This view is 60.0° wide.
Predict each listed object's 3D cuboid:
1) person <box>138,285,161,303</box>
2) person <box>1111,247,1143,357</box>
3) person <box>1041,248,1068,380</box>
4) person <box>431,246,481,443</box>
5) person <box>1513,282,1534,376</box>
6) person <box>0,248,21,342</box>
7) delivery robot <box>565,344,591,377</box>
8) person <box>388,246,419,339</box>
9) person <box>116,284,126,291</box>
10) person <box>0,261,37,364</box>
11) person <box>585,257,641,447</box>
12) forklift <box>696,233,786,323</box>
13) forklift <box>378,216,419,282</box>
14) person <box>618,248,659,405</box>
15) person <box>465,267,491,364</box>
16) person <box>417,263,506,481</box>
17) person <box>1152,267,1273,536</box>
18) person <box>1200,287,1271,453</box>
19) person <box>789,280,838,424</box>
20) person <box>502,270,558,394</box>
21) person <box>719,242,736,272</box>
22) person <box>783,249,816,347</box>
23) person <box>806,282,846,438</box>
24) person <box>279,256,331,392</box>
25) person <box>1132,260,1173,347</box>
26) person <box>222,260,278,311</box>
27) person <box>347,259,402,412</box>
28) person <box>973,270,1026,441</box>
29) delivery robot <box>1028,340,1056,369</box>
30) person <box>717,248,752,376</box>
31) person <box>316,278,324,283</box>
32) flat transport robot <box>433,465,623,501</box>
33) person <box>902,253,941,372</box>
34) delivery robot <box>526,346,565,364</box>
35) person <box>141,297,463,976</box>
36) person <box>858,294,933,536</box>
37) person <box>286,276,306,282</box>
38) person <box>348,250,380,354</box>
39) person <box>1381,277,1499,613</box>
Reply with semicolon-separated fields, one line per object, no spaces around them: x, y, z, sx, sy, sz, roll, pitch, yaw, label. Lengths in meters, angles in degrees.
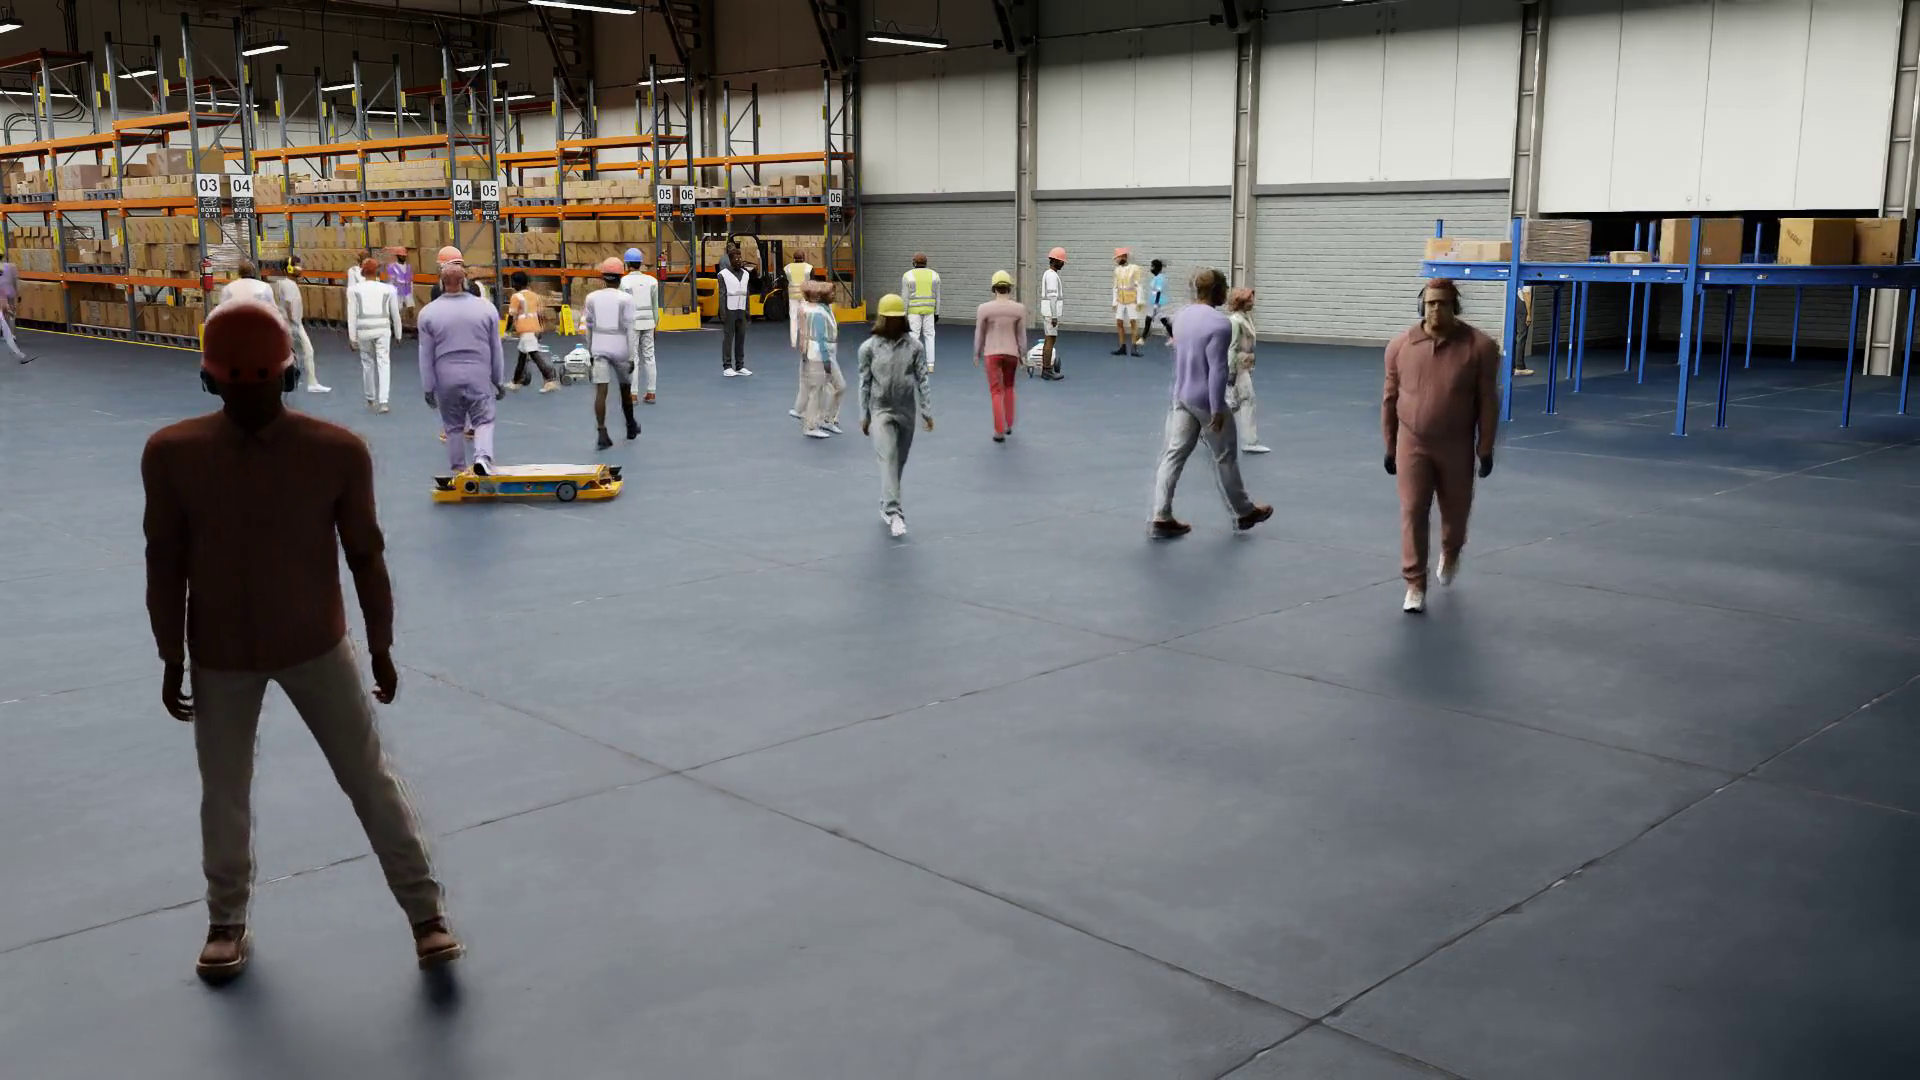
-20.127;-6.392;41.243;0.547;1.916;0.850;-8;13;-36;person
2.957;-4.194;29.320;0.670;1.894;0.381;10;14;42;person
1.395;-3.342;24.560;0.384;1.925;0.550;0;10;-2;person
-5.179;-2.010;17.109;0.382;1.996;0.608;7;12;33;person
8.544;-3.436;25.297;0.345;1.846;0.507;-2;11;-11;person
-19.087;-4.898;33.175;0.596;1.886;0.948;-5;12;-27;person
-5.504;-2.597;24.106;0.477;0.478;0.707;-1;10;-3;delivery robot
-11.560;-5.116;34.339;0.944;1.905;0.556;10;14;42;person
-19.882;-6.030;38.968;0.629;2.023;0.712;-9;14;-42;person
-15.573;-3.695;27.050;0.904;1.723;0.531;-4;11;-19;person
-3.519;-1.912;16.875;0.569;1.883;0.992;1;10;6;person
-5.496;-6.489;41.108;2.313;2.155;1.214;-10;14;-44;forklift
-17.868;-9.201;54.028;1.873;2.768;1.129;-10;14;-44;forklift
-4.067;-2.688;20.936;0.605;1.948;0.391;-9;14;-41;person
-8.000;-3.691;27.383;0.835;1.587;0.509;0;10;-1;person
-4.014;-1.281;13.418;0.670;1.890;0.578;-3;11;-16;person
1.775;-0.978;11.778;1.003;1.882;0.651;-6;12;-28;person
2.689;-1.673;16.303;0.719;1.613;0.522;4;11;19;person
-1.655;-2.124;18.803;0.539;1.593;0.846;-7;13;-34;person
-5.781;-2.770;22.200;0.898;1.647;0.544;3;11;16;person
-5.320;-5.948;38.741;0.367;1.940;0.634;9;14;40;person
-3.037;-4.591;31.605;0.626;1.844;0.429;1;10;3;person
-1.403;-1.875;17.398;0.491;1.625;0.532;2;11;10;person
-9.060;-2.906;22.446;0.875;1.839;0.519;0;10;-2;person
3.751;-4.500;31.635;0.857;1.652;0.540;-1;10;-8;person
-8.974;-2.633;21.069;0.623;1.803;0.946;1;10;4;person
-7.085;-2.484;20.156;0.607;1.826;1.015;-4;11;-20;person
0.394;-1.920;17.316;0.527;1.746;0.658;-3;11;-16;person
1.237;-2.785;25.130;0.477;0.478;0.707;2;11;11;delivery robot
-3.427;-3.449;25.198;0.377;1.914;0.588;8;13;38;person
-19.350;-7.908;50.312;0.406;1.613;0.544;-2;11;-12;person
-3.507;-0.479;13.583;1.431;0.197;0.652;-1;10;-7;flat transport robot
-0.614;-3.516;25.744;0.633;1.843;0.429;-4;11;-20;person
-5.901;-2.645;23.655;0.698;0.223;0.335;9;14;42;delivery robot
-1.875;0.294;4.689;0.763;1.957;0.526;-3;11;-14;person
-0.473;-0.913;11.946;0.503;1.698;0.901;-3;11;-18;person
-19.199;-7.645;48.100;0.632;1.889;0.999;10;14;44;person
-10.731;-4.289;29.952;0.574;1.855;0.838;-6;12;-31;person
2.743;-0.569;9.559;0.650;1.884;0.809;4;11;19;person
